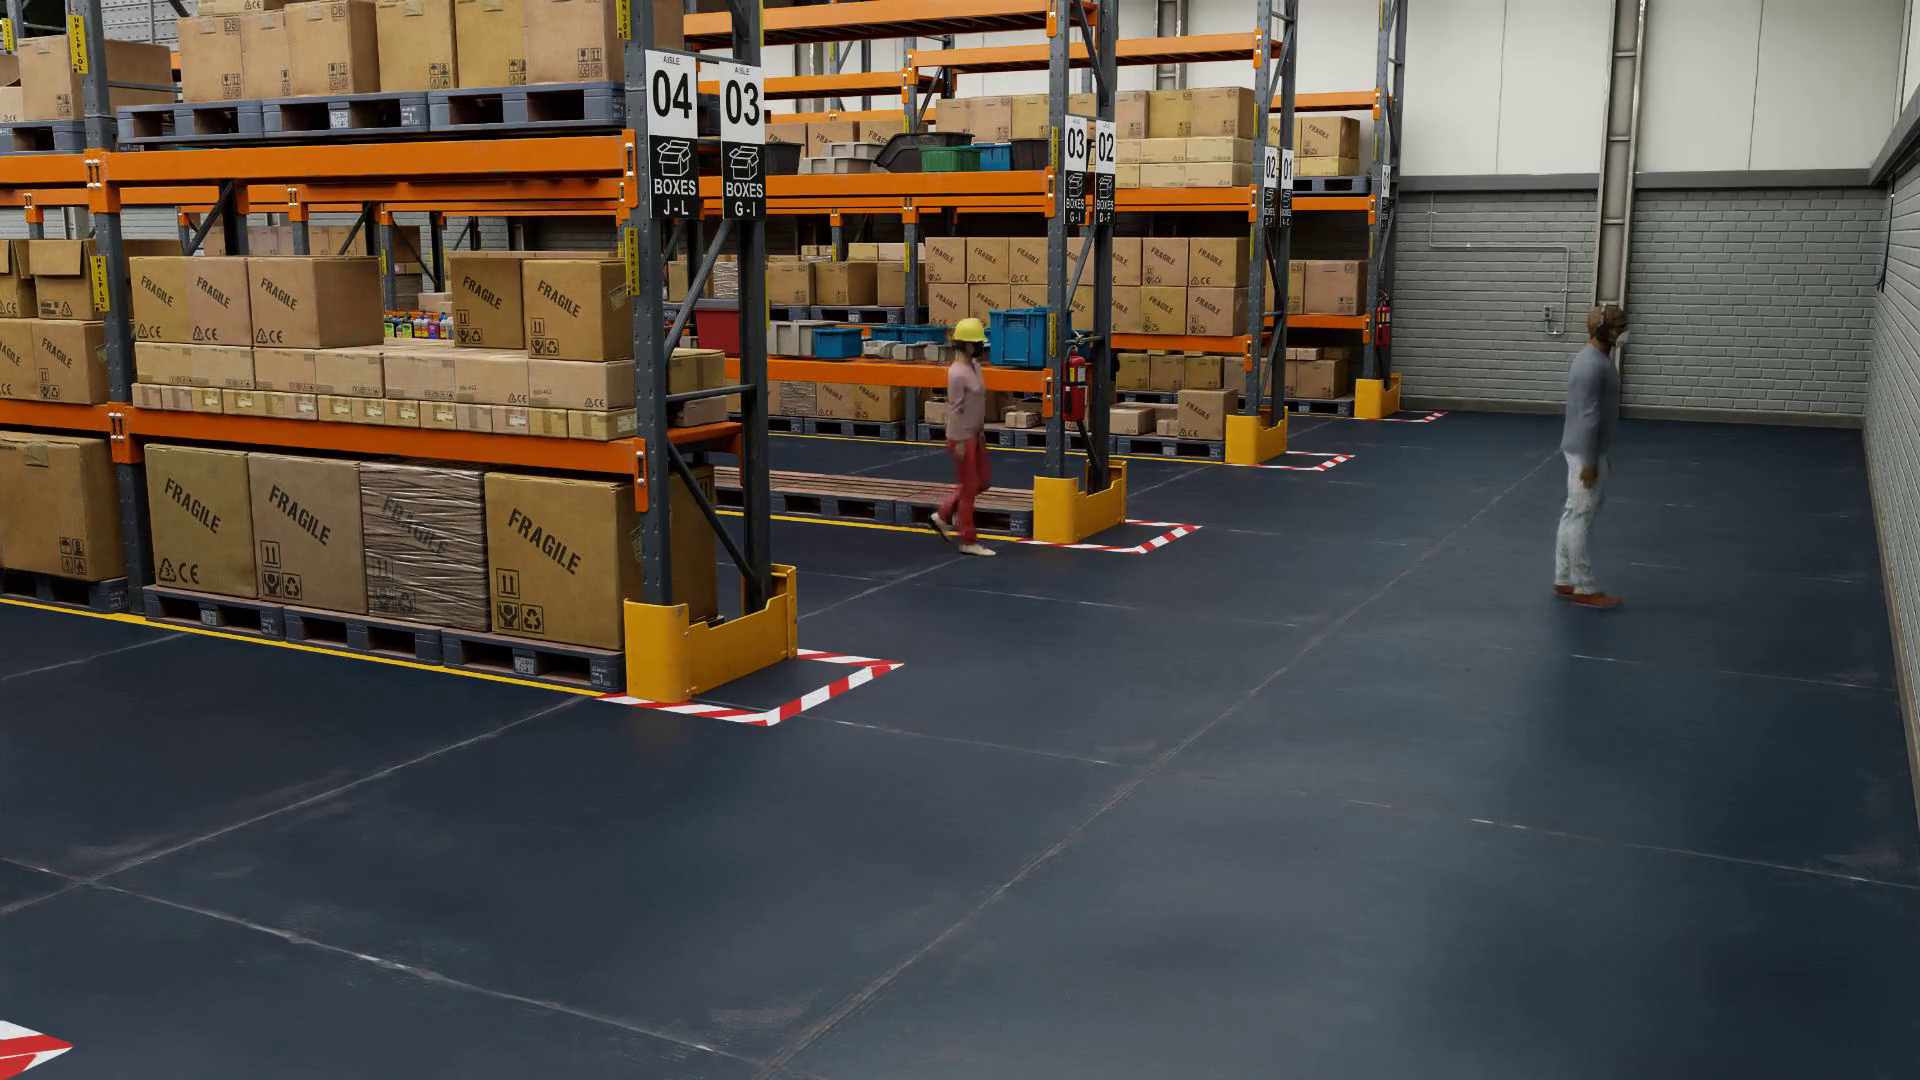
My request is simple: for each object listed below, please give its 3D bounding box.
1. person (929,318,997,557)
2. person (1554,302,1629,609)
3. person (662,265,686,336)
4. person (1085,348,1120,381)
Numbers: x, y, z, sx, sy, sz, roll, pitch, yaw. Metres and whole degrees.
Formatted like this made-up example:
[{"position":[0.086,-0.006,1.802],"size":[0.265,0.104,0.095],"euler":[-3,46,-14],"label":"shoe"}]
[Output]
[{"position":[0.028,-0.755,12.219],"size":[0.492,1.752,0.546],"euler":[4,11,19],"label":"person"},{"position":[4.019,-0.542,10.584],"size":[0.371,1.937,0.634],"euler":[4,11,23],"label":"person"},{"position":[-4.085,-3.012,24.005],"size":[0.921,1.963,0.622],"euler":[7,13,35],"label":"person"},{"position":[1.570,-2.157,19.556],"size":[0.917,1.883,0.591],"euler":[5,11,25],"label":"person"}]
